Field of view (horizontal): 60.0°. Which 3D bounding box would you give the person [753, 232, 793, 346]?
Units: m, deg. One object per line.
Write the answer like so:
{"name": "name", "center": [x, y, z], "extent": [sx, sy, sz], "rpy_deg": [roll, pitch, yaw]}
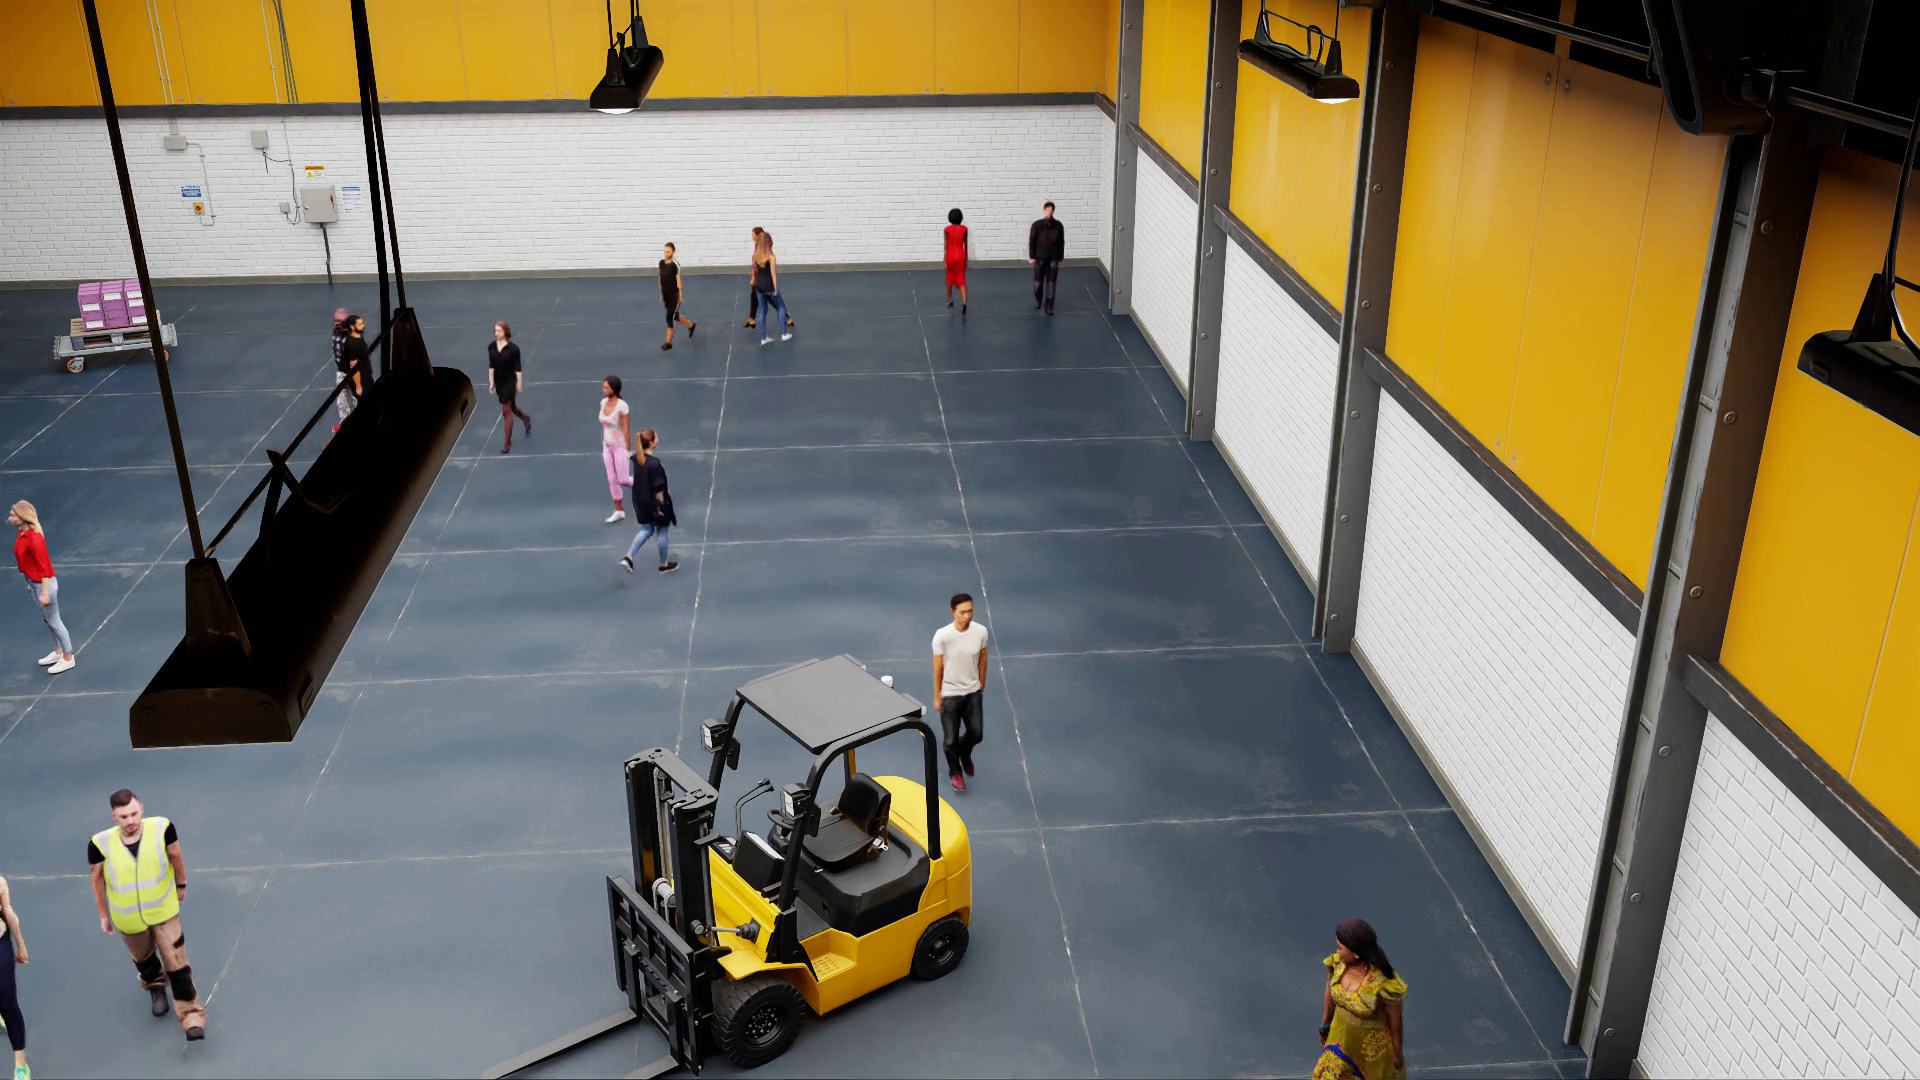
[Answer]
{"name": "person", "center": [-2.995, -3.804, 25.336], "extent": [0.827, 1.694, 0.898], "rpy_deg": [14, 27, 30]}

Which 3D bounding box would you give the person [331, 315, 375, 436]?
{"name": "person", "center": [-7.685, -1.997, 21.144], "extent": [0.739, 1.740, 0.943], "rpy_deg": [-4, 24, -10]}

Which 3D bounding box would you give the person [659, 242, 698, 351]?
{"name": "person", "center": [-4.304, -3.711, 25.193], "extent": [0.995, 1.637, 1.052], "rpy_deg": [19, 30, 37]}

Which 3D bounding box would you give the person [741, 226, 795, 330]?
{"name": "person", "center": [-2.981, -4.033, 25.906], "extent": [0.671, 1.656, 1.004], "rpy_deg": [-1, 24, -2]}

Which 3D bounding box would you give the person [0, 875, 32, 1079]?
{"name": "person", "center": [-6.274, 2.624, 10.680], "extent": [0.952, 1.654, 1.320], "rpy_deg": [-13, 27, -28]}

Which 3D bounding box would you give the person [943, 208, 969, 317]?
{"name": "person", "center": [-0.038, -4.429, 26.755], "extent": [0.707, 1.702, 1.127], "rpy_deg": [-5, 24, -12]}

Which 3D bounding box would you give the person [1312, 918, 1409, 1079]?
{"name": "person", "center": [2.435, 2.985, 9.877], "extent": [0.982, 1.634, 1.065], "rpy_deg": [15, 28, 30]}

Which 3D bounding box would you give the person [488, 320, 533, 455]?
{"name": "person", "center": [-5.748, -1.995, 21.224], "extent": [0.876, 1.671, 1.141], "rpy_deg": [8, 25, 18]}

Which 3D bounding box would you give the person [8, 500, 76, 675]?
{"name": "person", "center": [-8.636, 0.427, 15.643], "extent": [0.743, 1.705, 0.658], "rpy_deg": [-22, 32, -40]}

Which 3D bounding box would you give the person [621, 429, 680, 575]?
{"name": "person", "center": [-3.318, -0.363, 17.494], "extent": [0.968, 1.669, 1.017], "rpy_deg": [20, 31, 38]}

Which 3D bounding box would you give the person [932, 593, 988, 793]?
{"name": "person", "center": [-0.030, 1.209, 13.747], "extent": [0.705, 1.790, 0.738], "rpy_deg": [-7, 25, -16]}

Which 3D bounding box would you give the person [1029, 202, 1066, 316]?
{"name": "person", "center": [1.395, -4.570, 26.917], "extent": [0.722, 1.831, 0.707], "rpy_deg": [-2, 24, -4]}

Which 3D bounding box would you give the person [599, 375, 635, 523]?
{"name": "person", "center": [-3.864, -1.065, 19.022], "extent": [0.863, 1.732, 0.939], "rpy_deg": [16, 29, 33]}

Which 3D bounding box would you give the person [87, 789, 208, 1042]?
{"name": "person", "center": [-5.397, 2.410, 10.990], "extent": [0.959, 1.798, 1.212], "rpy_deg": [-11, 26, -24]}
